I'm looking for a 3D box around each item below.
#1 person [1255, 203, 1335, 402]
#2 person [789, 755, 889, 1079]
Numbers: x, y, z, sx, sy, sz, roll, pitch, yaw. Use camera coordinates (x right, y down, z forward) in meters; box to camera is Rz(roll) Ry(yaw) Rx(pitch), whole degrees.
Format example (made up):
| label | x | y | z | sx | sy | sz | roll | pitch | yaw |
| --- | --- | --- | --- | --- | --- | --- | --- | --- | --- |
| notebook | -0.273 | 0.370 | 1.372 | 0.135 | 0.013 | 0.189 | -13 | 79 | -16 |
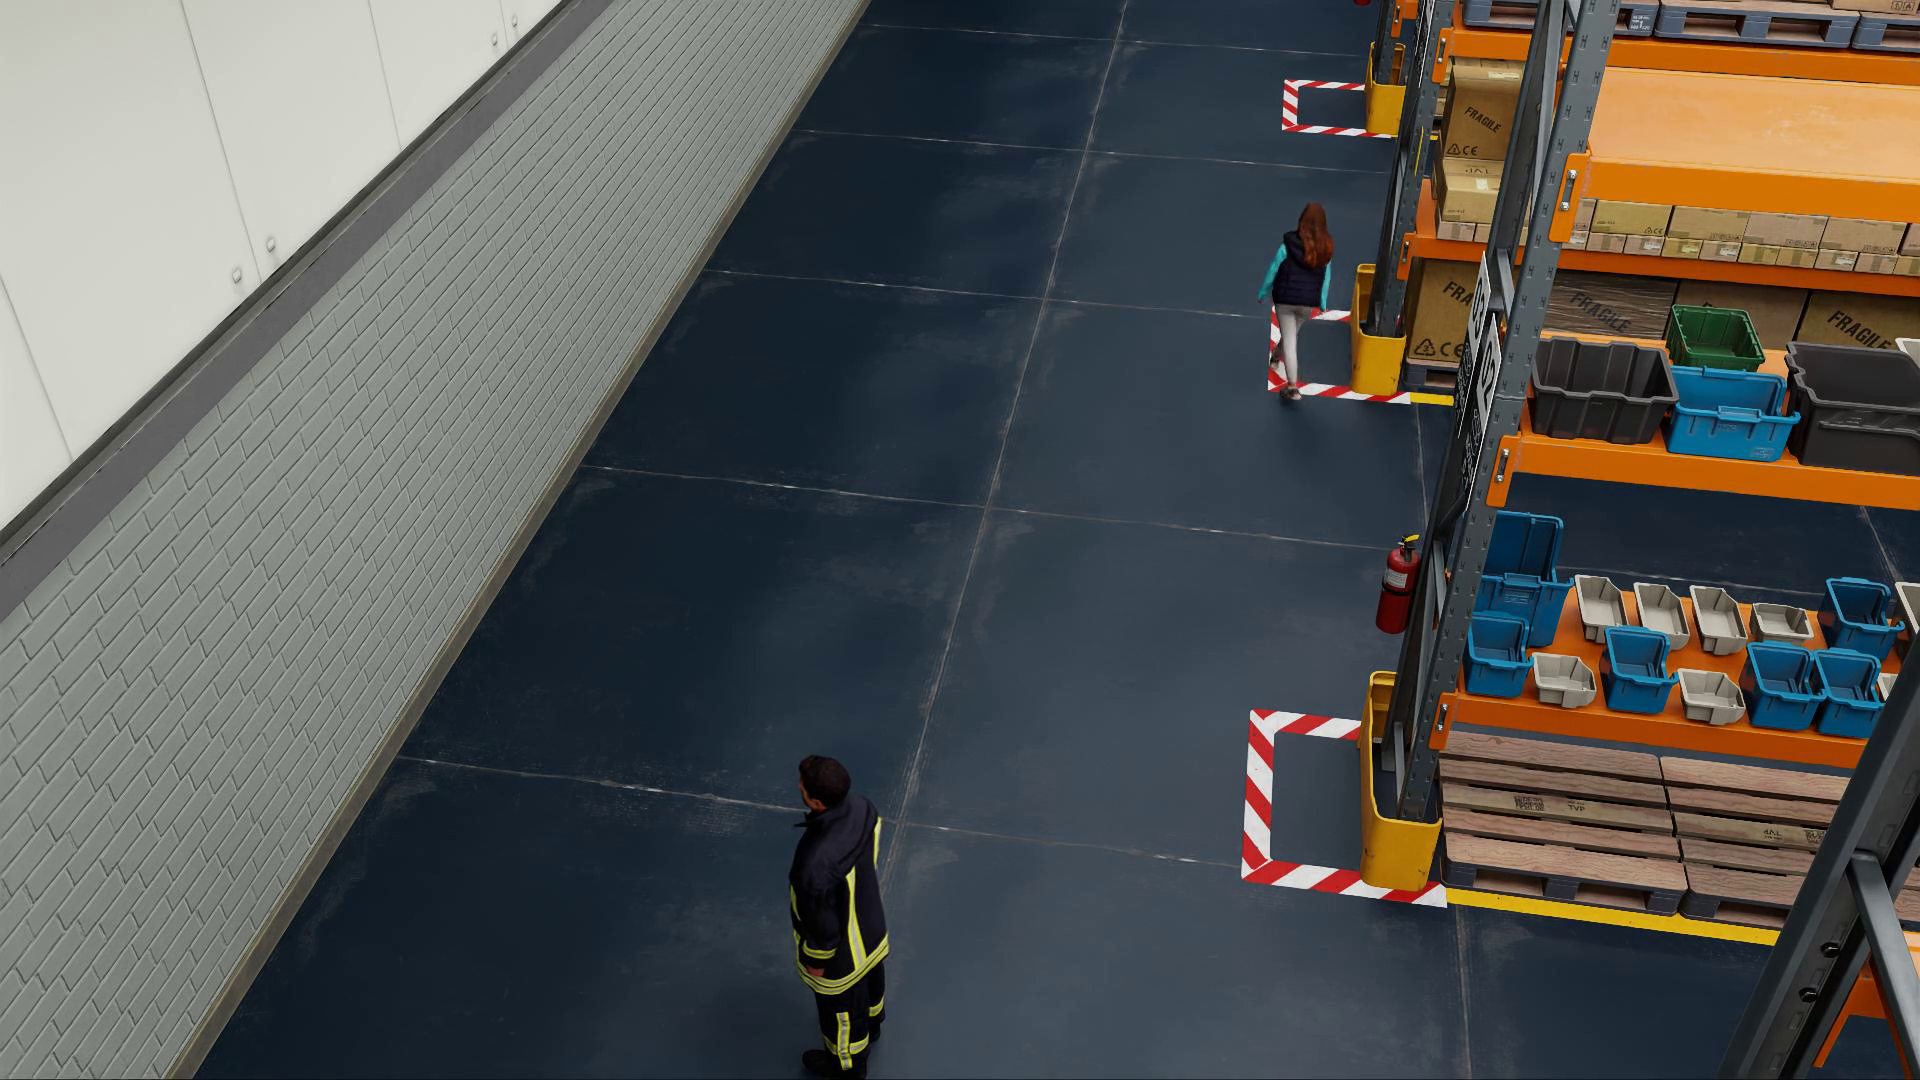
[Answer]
| label | x | y | z | sx | sy | sz | roll | pitch | yaw |
| --- | --- | --- | --- | --- | --- | --- | --- | --- | --- |
| person | 2.506 | -1.730 | 12.316 | 0.998 | 1.451 | 0.859 | -4 | 37 | -5 |
| person | -0.534 | 1.692 | 7.421 | 0.708 | 1.927 | 0.827 | 11 | 39 | 14 |
